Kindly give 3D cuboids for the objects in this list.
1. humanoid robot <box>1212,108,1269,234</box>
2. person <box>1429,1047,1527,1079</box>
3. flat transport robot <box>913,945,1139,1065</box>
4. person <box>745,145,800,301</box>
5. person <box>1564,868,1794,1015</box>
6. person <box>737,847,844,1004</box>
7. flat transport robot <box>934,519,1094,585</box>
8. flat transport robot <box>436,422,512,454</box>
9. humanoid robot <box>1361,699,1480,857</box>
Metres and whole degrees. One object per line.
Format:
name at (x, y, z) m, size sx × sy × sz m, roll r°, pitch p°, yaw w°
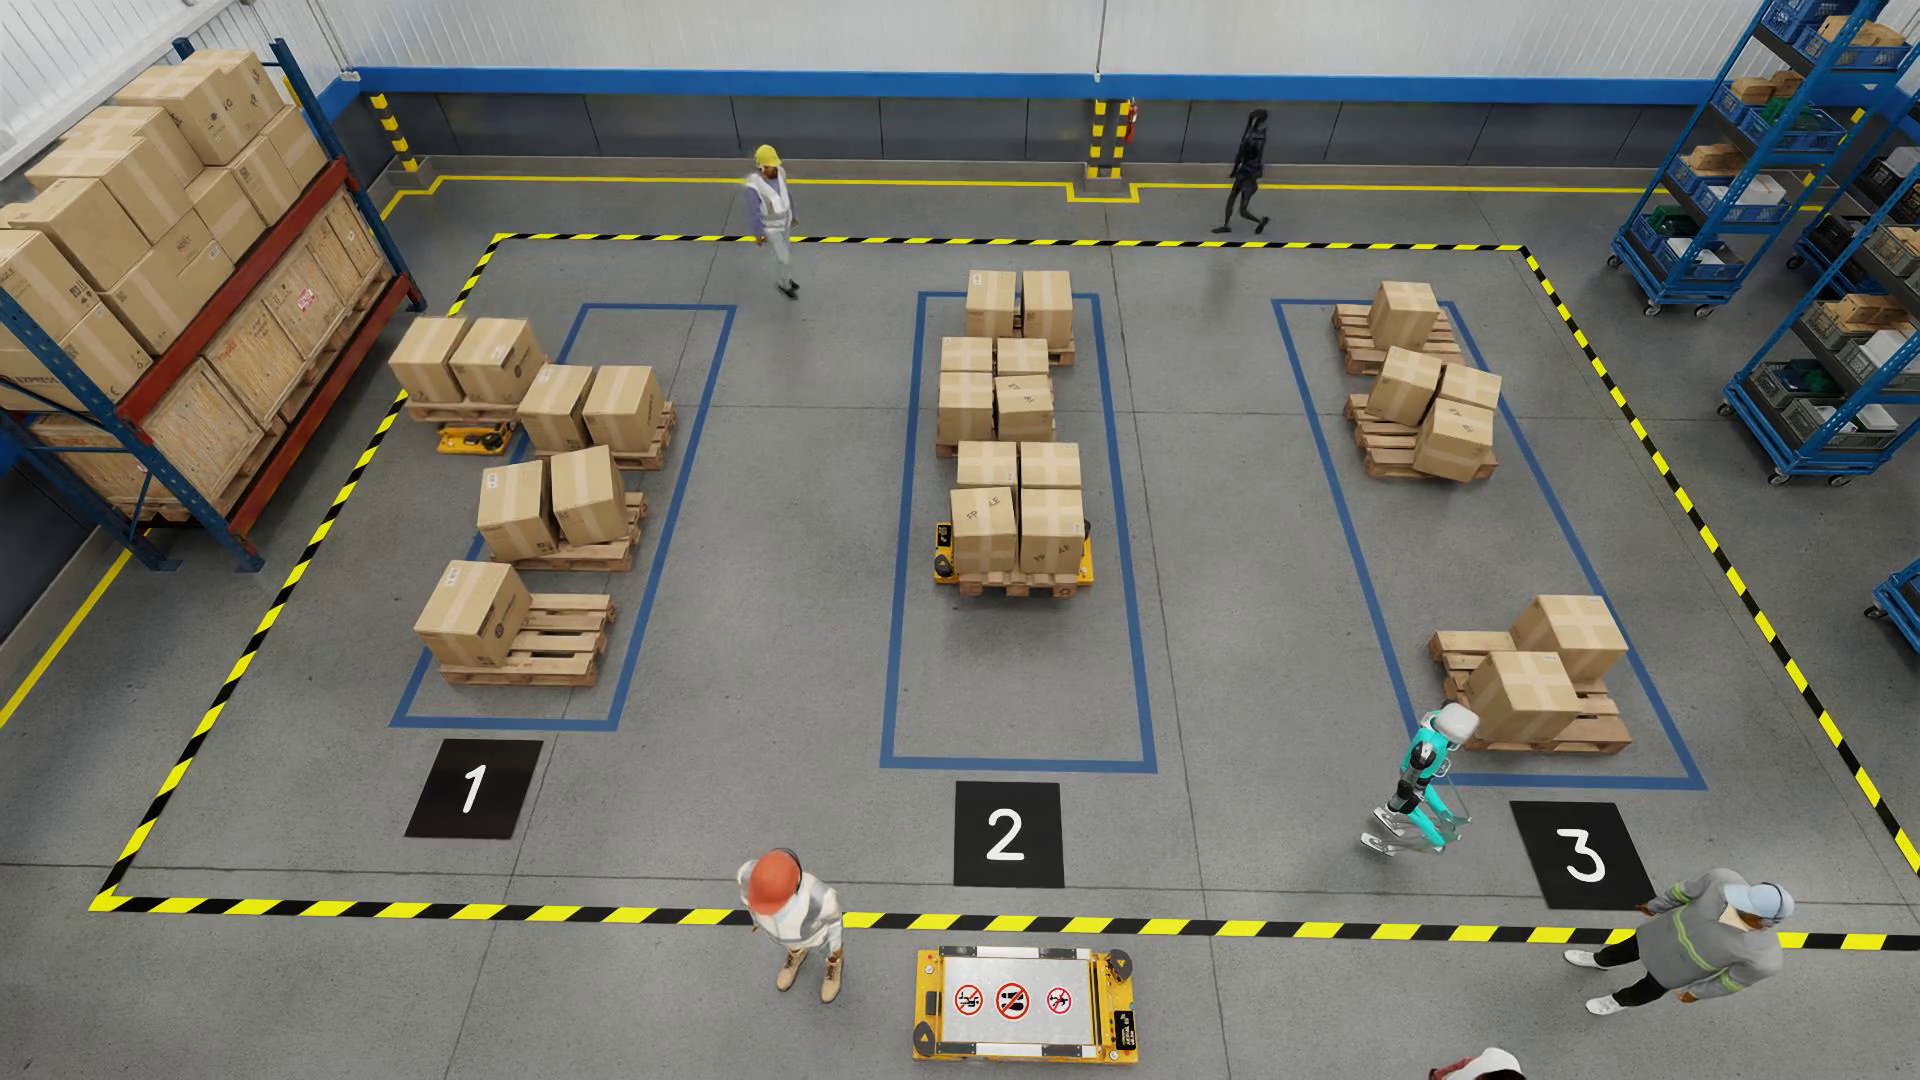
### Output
humanoid robot at (3.600, -4.507, 11.259) m, size 0.640 × 1.629 × 0.593 m, roll -7°, pitch 51°, yaw -6°
person at (2.602, 3.116, 4.891) m, size 0.394 × 1.911 × 0.579 m, roll 24°, pitch 55°, yaw 18°
flat transport robot at (0.422, 3.041, 6.007) m, size 1.431 × 0.231 × 0.659 m, roll 1°, pitch 51°, yaw 1°
person at (-2.021, -3.578, 10.400) m, size 0.570 × 1.814 × 0.622 m, roll 24°, pitch 55°, yaw 18°
person at (4.287, 2.431, 5.482) m, size 0.385 × 1.850 × 0.598 m, roll 0°, pitch 51°, yaw 0°
person at (-0.977, 2.310, 5.457) m, size 0.604 × 2.047 × 0.368 m, roll 13°, pitch 52°, yaw 10°
flat transport robot at (0.490, 0.087, 8.397) m, size 1.431 × 0.197 × 0.652 m, roll 1°, pitch 51°, yaw 1°
flat transport robot at (-4.951, -1.479, 9.673) m, size 0.652 × 0.197 × 1.431 m, roll 1°, pitch 51°, yaw 1°
humanoid robot at (3.168, 1.702, 6.067) m, size 0.735 × 1.672 × 0.533 m, roll 35°, pitch 59°, yaw 25°
